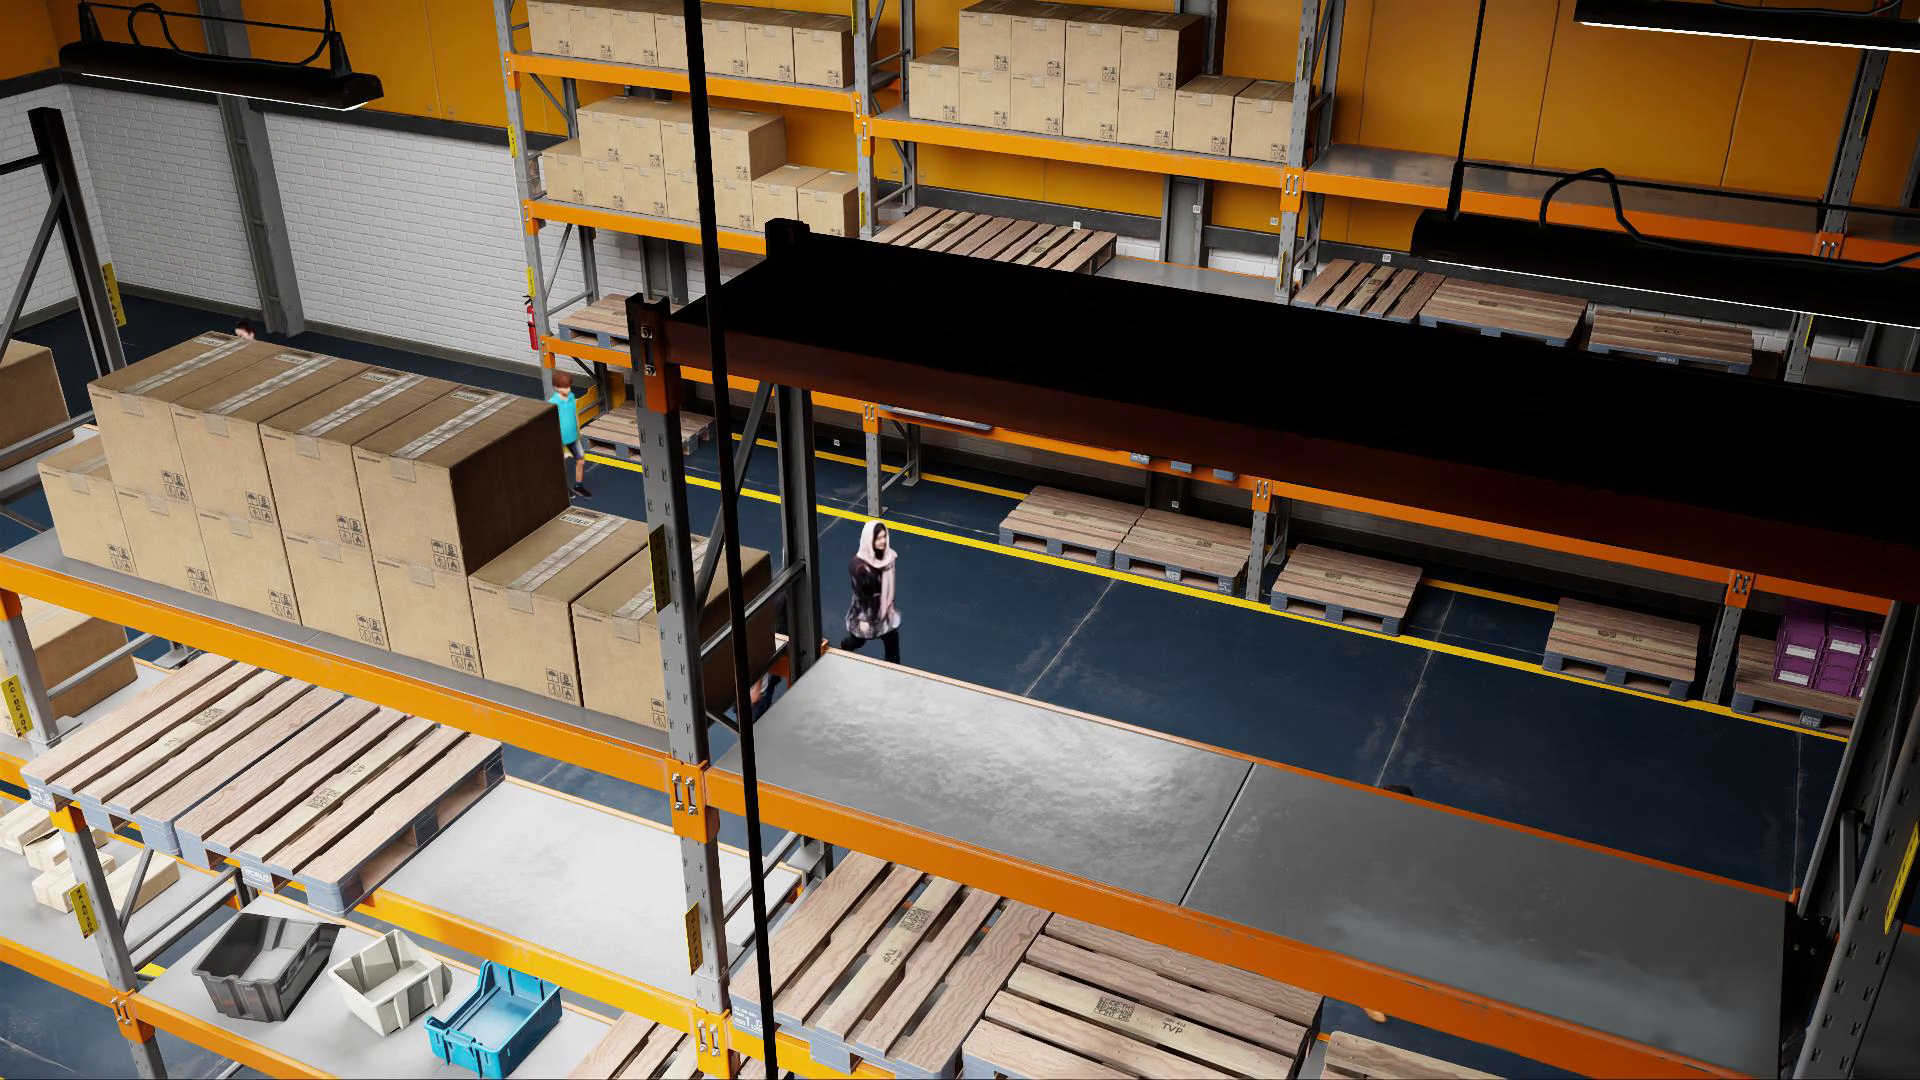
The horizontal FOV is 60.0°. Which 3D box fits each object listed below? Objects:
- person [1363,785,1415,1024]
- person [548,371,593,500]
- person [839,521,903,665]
[{"bbox_3d":[2.617,2.240,10.725,0.774,1.706,0.863,-23,36,-36],"label":"person"},{"bbox_3d":[-4.117,-1.097,17.129,0.676,1.432,0.633,22,35,34],"label":"person"},{"bbox_3d":[-0.793,0.562,13.911,0.909,1.601,1.179,-23,36,-36],"label":"person"}]
